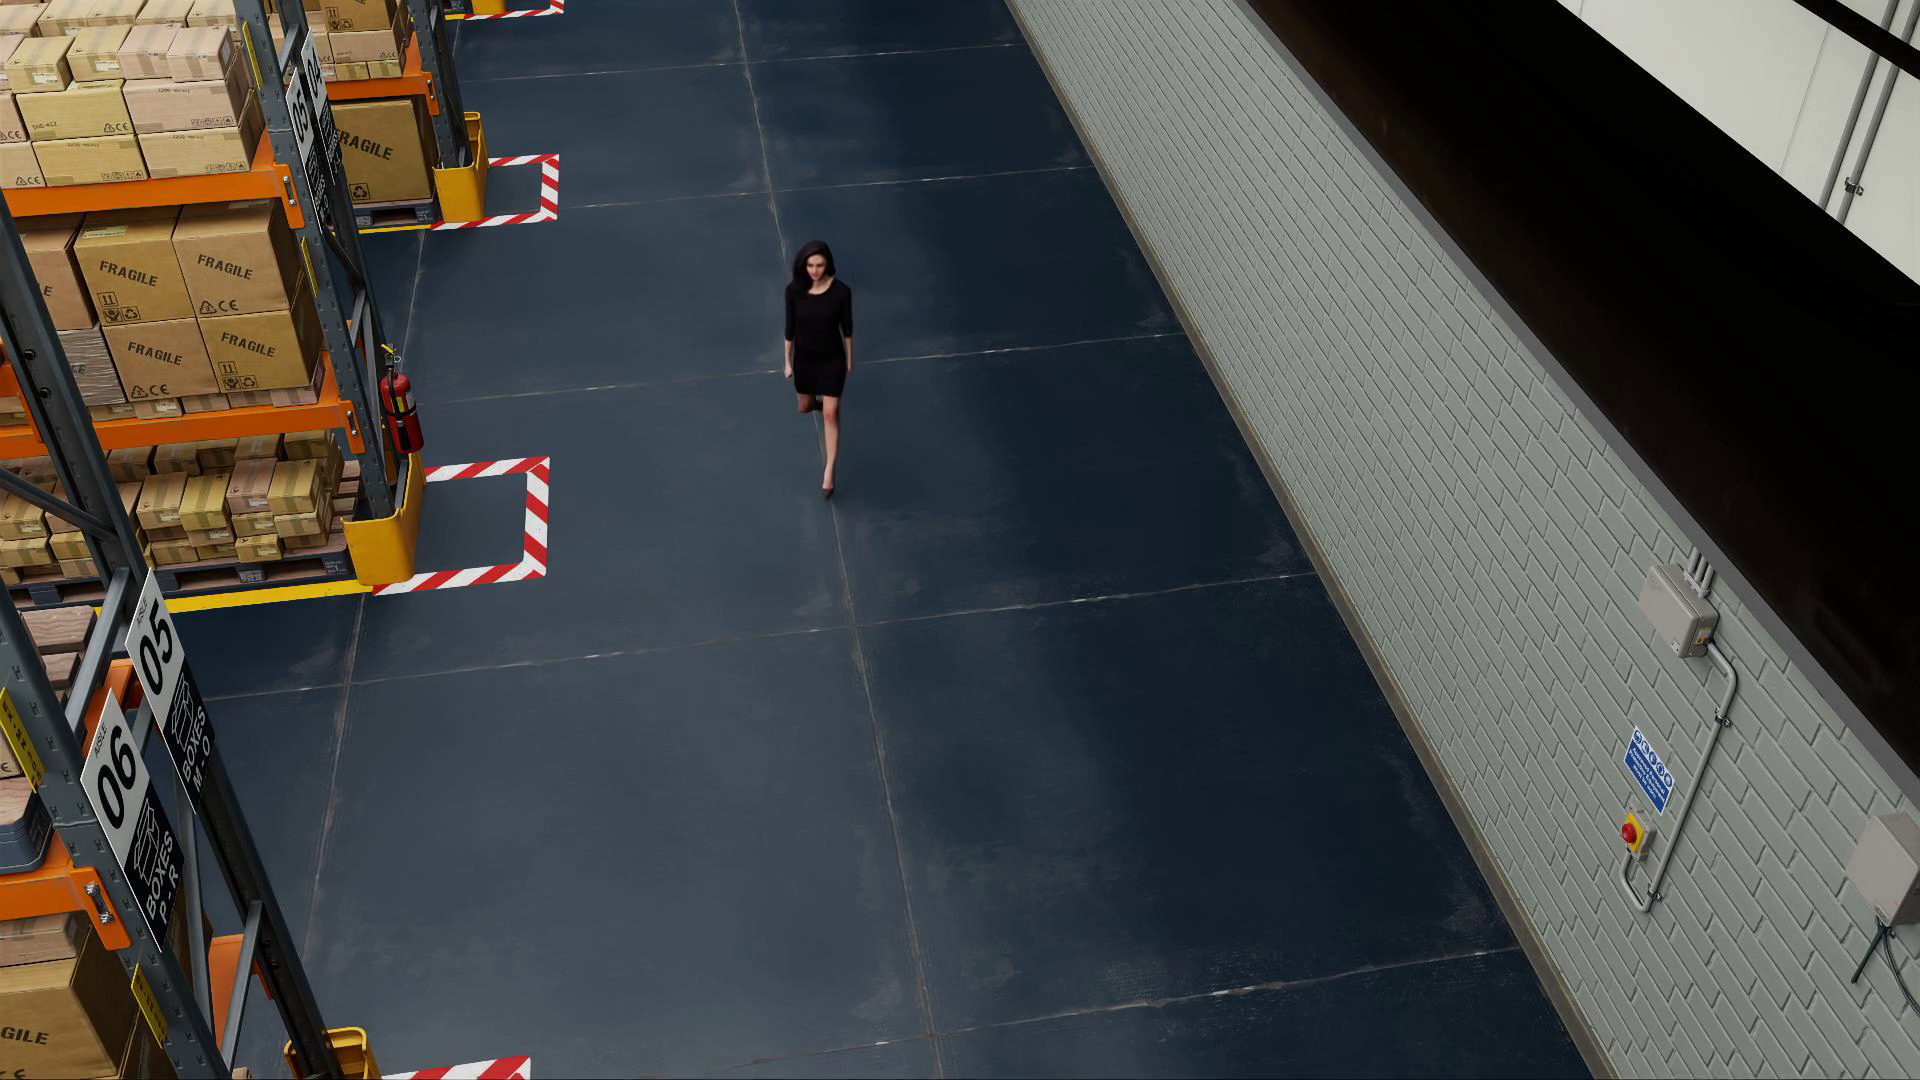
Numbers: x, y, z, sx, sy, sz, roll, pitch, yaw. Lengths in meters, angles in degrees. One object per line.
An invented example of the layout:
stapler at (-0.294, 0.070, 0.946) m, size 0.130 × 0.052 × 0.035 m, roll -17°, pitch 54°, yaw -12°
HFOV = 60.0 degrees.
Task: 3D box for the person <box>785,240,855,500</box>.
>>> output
person at (-0.912, -1.185, 10.942) m, size 1.024 × 1.784 × 0.863 m, roll 3°, pitch 38°, yaw 4°
